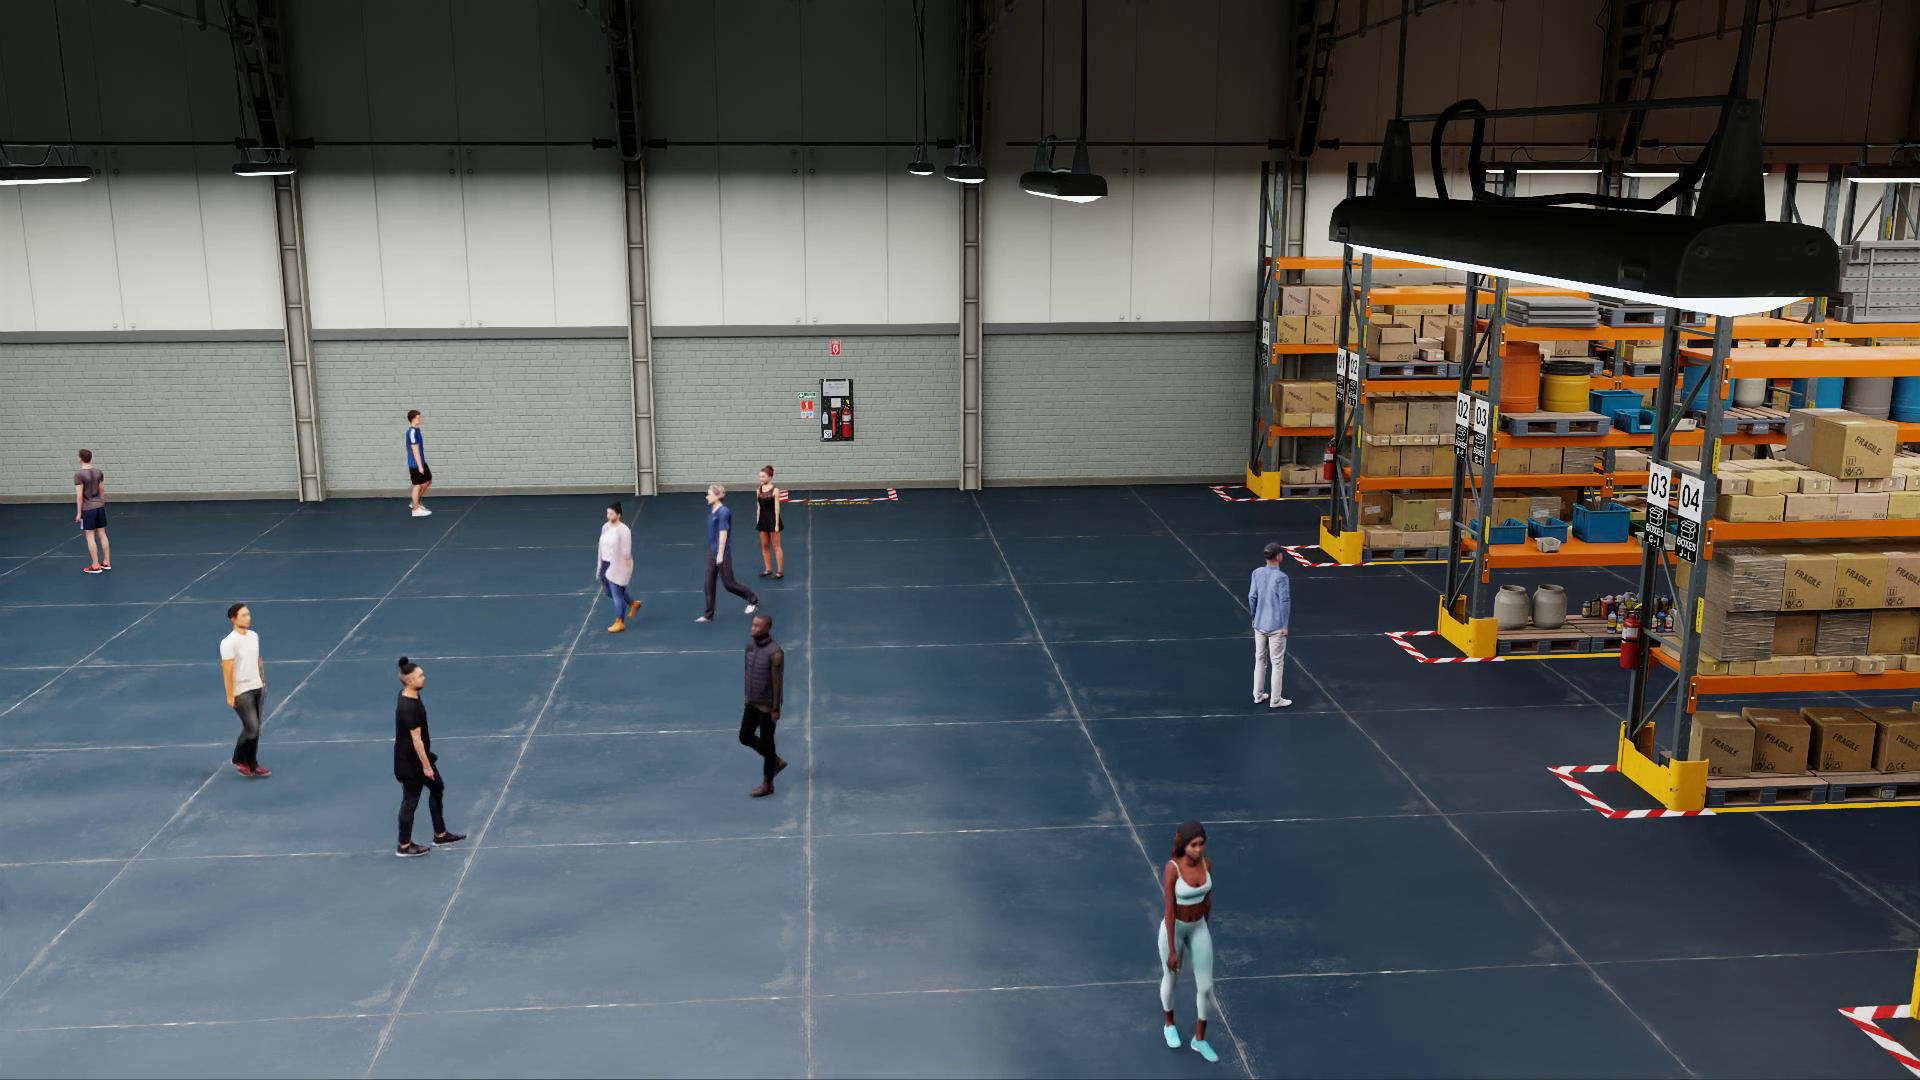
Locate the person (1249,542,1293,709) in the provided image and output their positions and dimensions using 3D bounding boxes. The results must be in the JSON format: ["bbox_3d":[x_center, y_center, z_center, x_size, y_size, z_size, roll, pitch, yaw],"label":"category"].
[{"bbox_3d":[3.512,0.944,18.794,0.766,1.888,0.740,-12,17,-41],"label":"person"}]

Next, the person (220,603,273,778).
[{"bbox_3d":[-7.197,1.501,16.581,0.737,1.802,0.740,3,13,12],"label":"person"}]

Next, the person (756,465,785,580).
[{"bbox_3d":[-2.795,-0.267,24.492,0.675,1.676,0.752,8,15,31],"label":"person"}]

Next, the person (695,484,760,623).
[{"bbox_3d":[-3.120,0.191,22.162,1.245,1.836,1.050,-10,16,-36],"label":"person"}]

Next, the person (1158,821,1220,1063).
[{"bbox_3d":[1.517,2.721,11.524,0.767,1.705,0.719,-4,14,-16],"label":"person"}]

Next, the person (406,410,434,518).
[{"bbox_3d":[-9.451,-1.323,28.655,0.690,1.857,0.711,-3,13,-13],"label":"person"}]

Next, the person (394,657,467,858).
[{"bbox_3d":[-4.904,1.917,14.672,0.886,1.853,0.794,-3,13,-14],"label":"person"}]

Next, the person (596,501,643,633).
[{"bbox_3d":[-4.437,0.329,21.807,1.031,1.727,0.960,-13,18,-43],"label":"person"}]

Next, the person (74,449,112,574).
[{"bbox_3d":[-12.982,-0.443,24.865,0.702,1.851,0.735,5,14,20],"label":"person"}]

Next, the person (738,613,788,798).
[{"bbox_3d":[-1.845,1.579,16.185,0.942,1.829,0.890,-12,18,-42],"label":"person"}]
